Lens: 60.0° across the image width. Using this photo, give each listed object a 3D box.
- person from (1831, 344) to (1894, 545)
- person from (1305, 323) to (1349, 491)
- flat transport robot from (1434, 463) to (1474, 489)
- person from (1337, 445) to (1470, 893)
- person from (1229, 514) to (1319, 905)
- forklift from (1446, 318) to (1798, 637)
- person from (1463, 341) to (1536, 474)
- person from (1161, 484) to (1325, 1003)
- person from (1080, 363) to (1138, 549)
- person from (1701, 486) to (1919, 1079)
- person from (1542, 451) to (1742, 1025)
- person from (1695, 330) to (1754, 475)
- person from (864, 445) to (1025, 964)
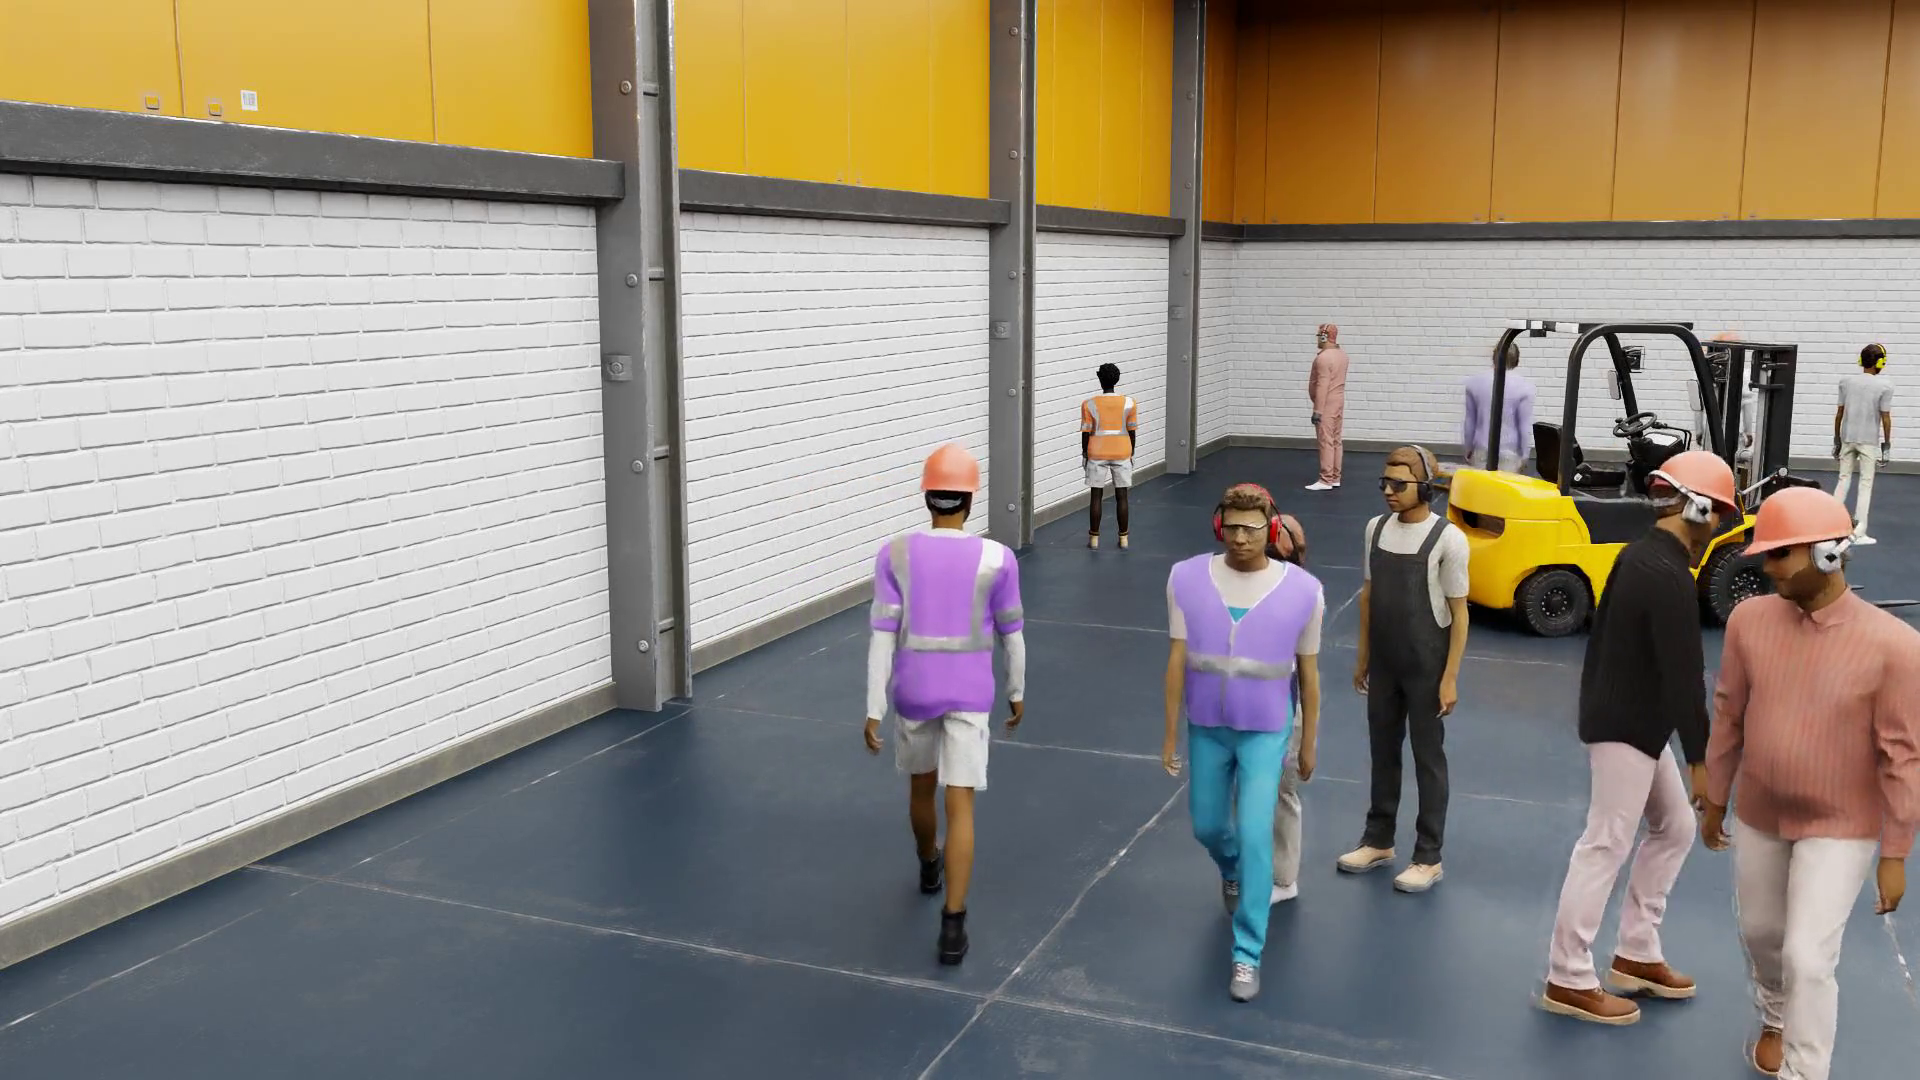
[{"bbox_3d":[8.307,-0.875,15.325,0.344,1.853,0.531,-7,12,-36],"label":"person"},{"bbox_3d":[4.187,-1.520,19.055,0.400,1.910,0.643,7,11,35],"label":"person"},{"bbox_3d":[5.681,-0.732,19.229,0.652,0.197,1.431,-3,10,-16],"label":"flat transport robot"},{"bbox_3d":[1.844,0.522,6.867,0.339,1.845,0.507,-7,12,-36],"label":"person"},{"bbox_3d":[1.227,0.688,6.554,0.383,1.614,0.536,-2,10,-15],"label":"person"},{"bbox_3d":[4.706,-0.497,11.990,2.313,2.155,1.214,-2,10,-10],"label":"forklift"},{"bbox_3d":[4.699,-0.796,14.606,0.639,1.926,0.607,7,12,38],"label":"person"},{"bbox_3d":[1.037,0.669,6.082,0.561,1.812,0.802,4,10,20],"label":"person"},{"bbox_3d":[1.347,-0.754,15.075,0.532,1.694,0.320,0,9,-2],"label":"person"},{"bbox_3d":[2.509,0.801,4.912,0.859,1.945,0.663,-6,11,-34],"label":"person"},{"bbox_3d":[2.329,0.678,5.628,0.654,1.936,0.761,3,10,16],"label":"person"},{"bbox_3d":[7.651,-1.137,16.690,0.569,1.922,0.526,8,12,40],"label":"person"},{"bbox_3d":[-0.043,0.583,6.410,0.579,1.874,1.001,1,9,6],"label":"person"}]
